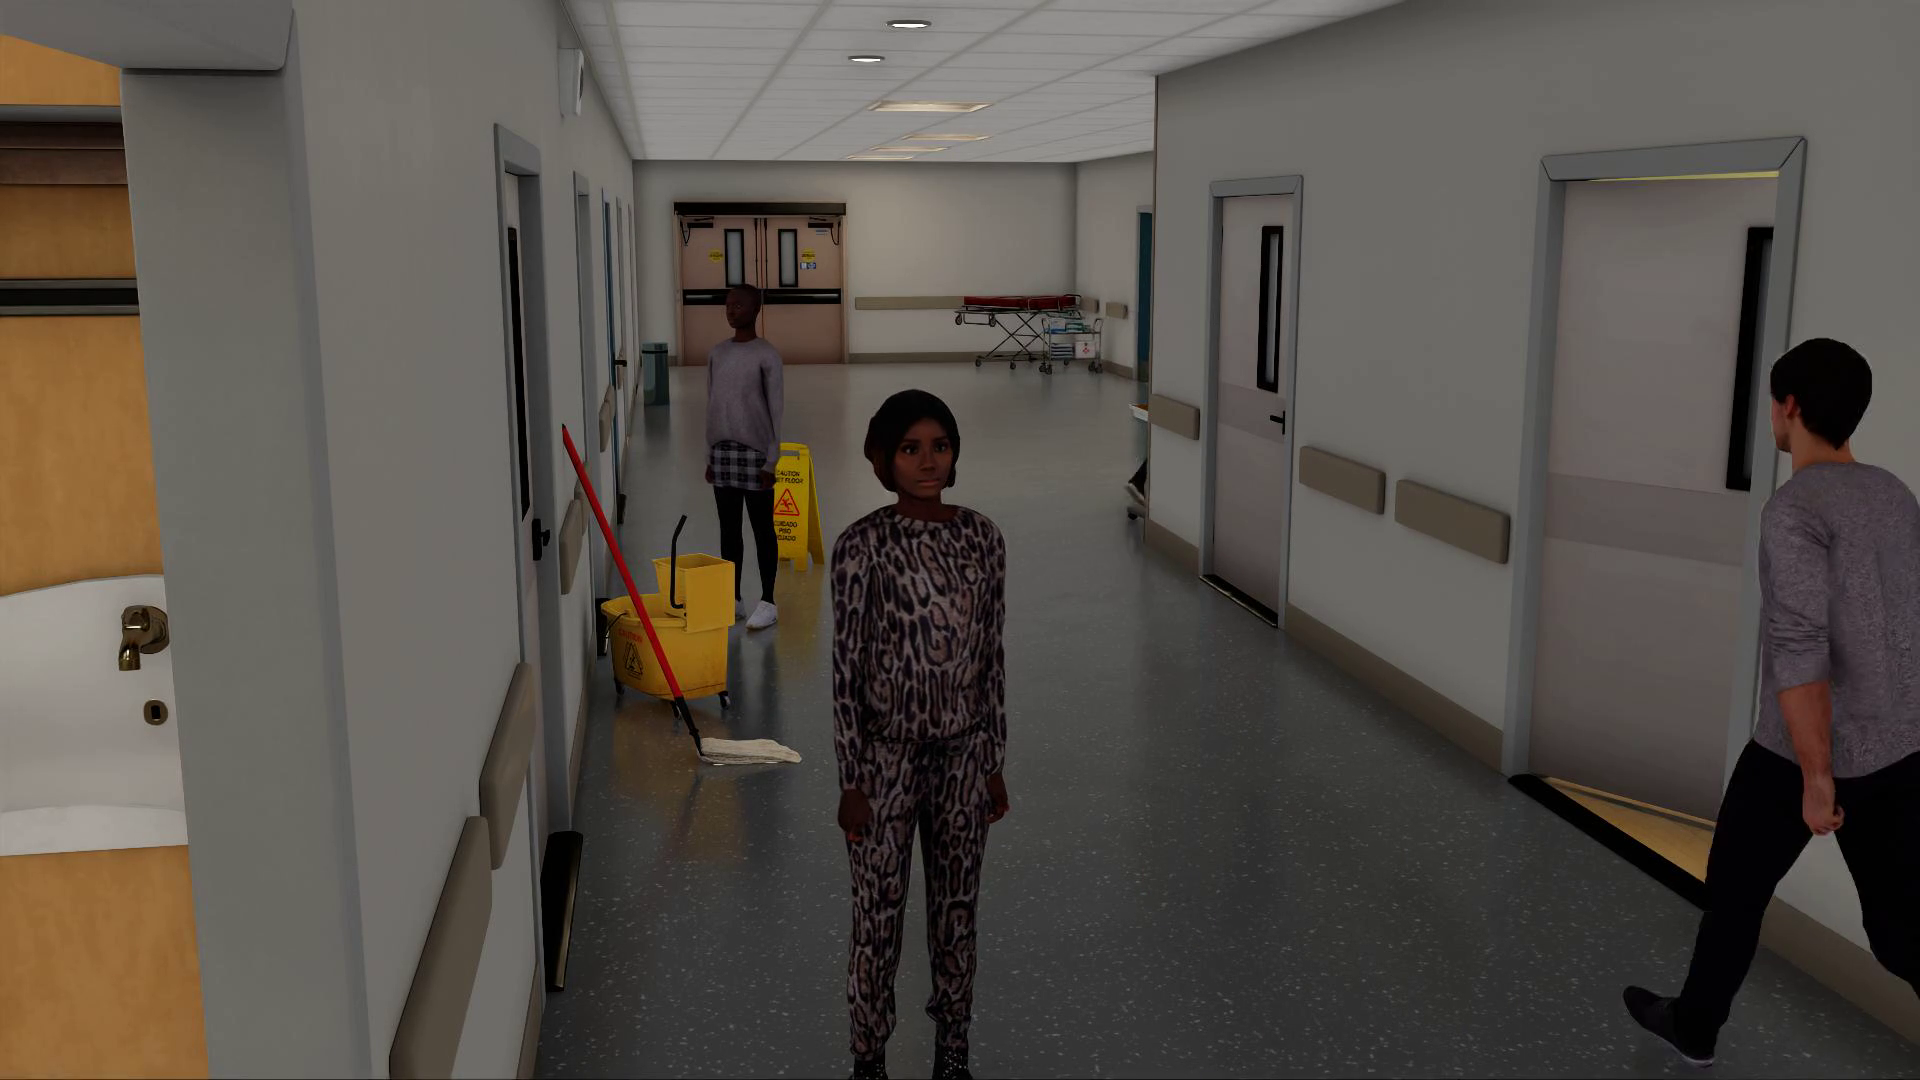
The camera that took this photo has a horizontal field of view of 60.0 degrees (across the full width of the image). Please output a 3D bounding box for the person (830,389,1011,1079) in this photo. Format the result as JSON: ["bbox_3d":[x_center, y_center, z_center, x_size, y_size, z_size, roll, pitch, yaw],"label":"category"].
[{"bbox_3d":[-0.092,0.516,3.759,0.616,1.714,0.619,-4,11,-20],"label":"person"}]

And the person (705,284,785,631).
[{"bbox_3d":[-1.110,-0.437,8.629,0.697,1.772,0.730,5,12,27],"label":"person"}]

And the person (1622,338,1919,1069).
[{"bbox_3d":[1.966,0.524,3.575,0.895,1.767,1.328,-6,12,-28],"label":"person"}]
